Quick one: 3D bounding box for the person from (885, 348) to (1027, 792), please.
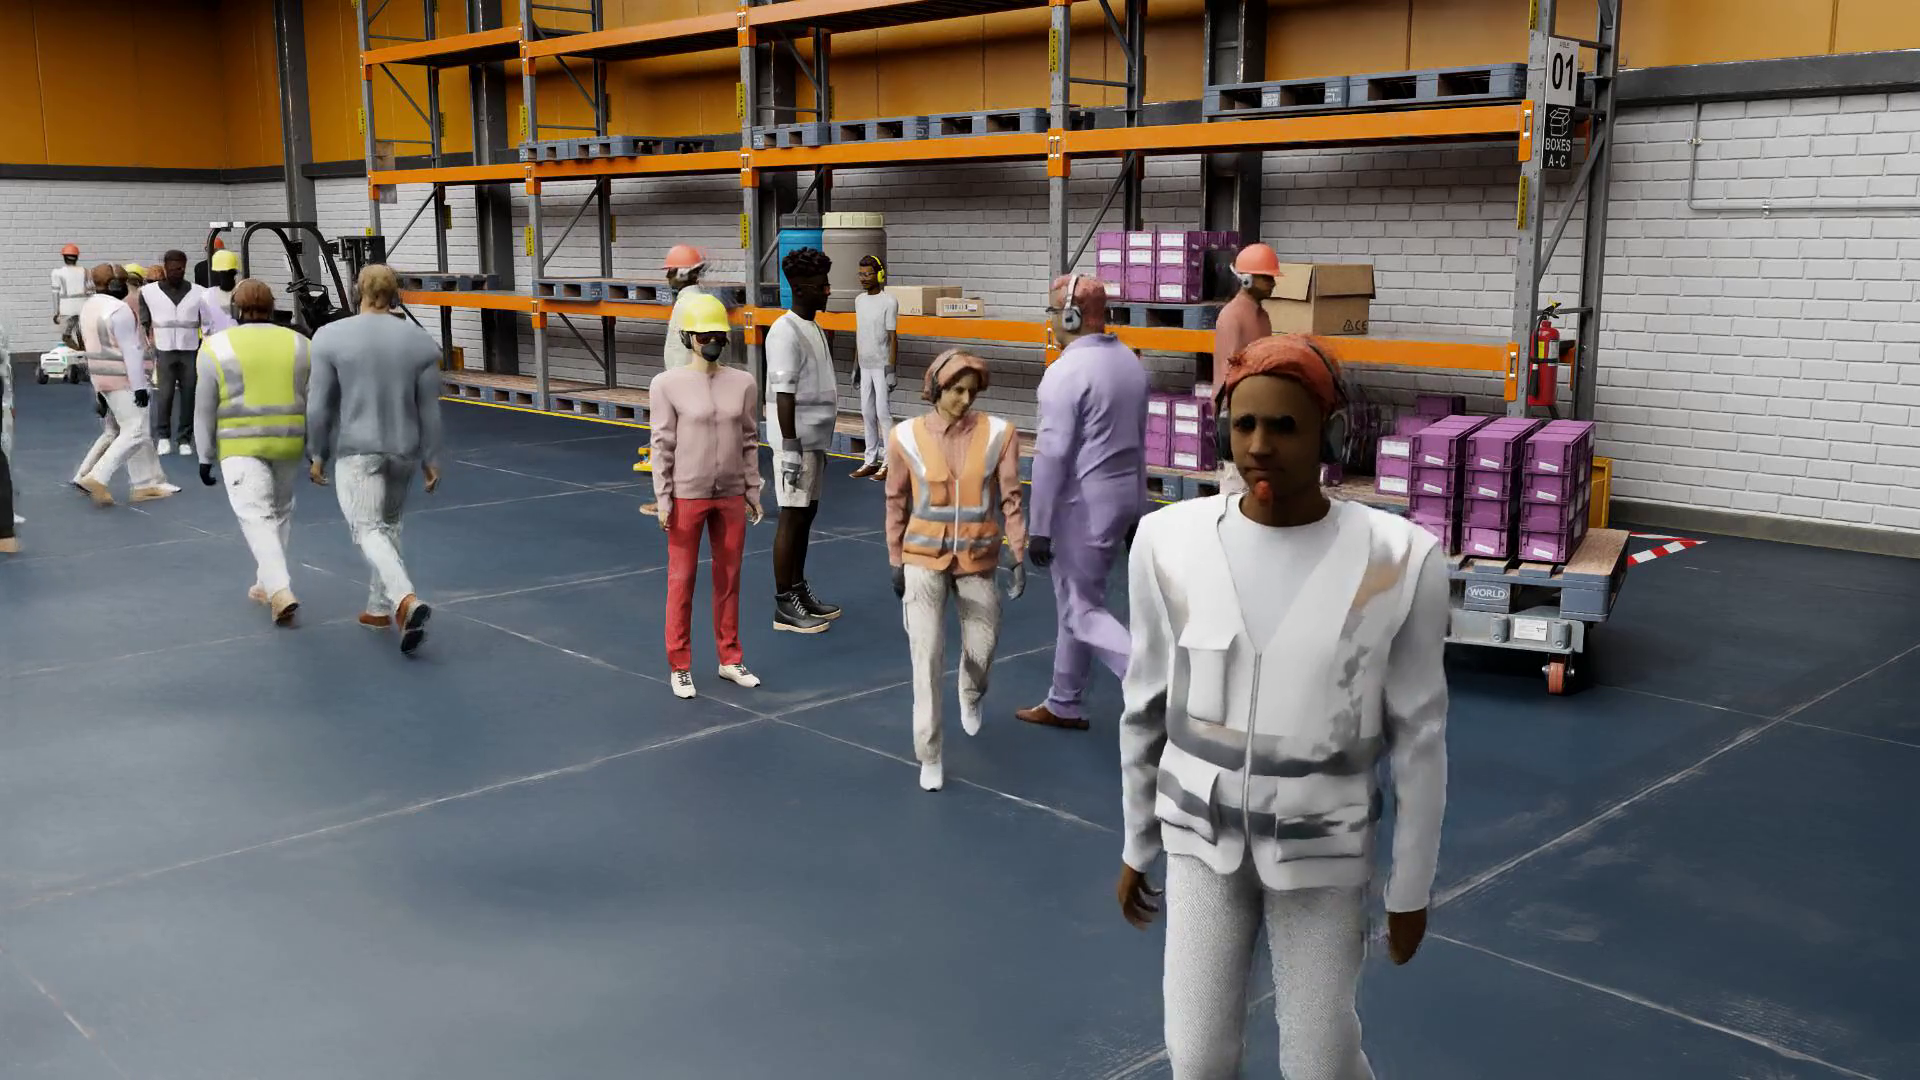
[{"bbox_3d":[-0.029,0.076,6.275,0.525,1.615,0.649,-1,10,-8],"label":"person"}]

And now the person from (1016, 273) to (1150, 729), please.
[{"bbox_3d":[0.568,-0.102,6.564,0.808,1.880,0.652,7,12,33],"label":"person"}]

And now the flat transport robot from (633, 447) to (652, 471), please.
[{"bbox_3d":[-2.322,-0.783,14.643,0.652,0.197,1.431,2,11,9],"label":"flat transport robot"}]

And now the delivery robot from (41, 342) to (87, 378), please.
[{"bbox_3d":[-12.291,-2.469,22.806,0.477,0.478,0.707,-1,11,-5],"label":"delivery robot"}]

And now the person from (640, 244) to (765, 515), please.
[{"bbox_3d":[-1.862,-1.128,11.903,0.873,1.965,0.622,0,10,1],"label":"person"}]

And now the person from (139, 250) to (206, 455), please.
[{"bbox_3d":[-7.196,-1.712,15.301,0.619,1.889,0.477,-6,12,-30],"label":"person"}]

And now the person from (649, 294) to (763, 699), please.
[{"bbox_3d":[-1.110,-0.193,7.349,0.524,1.769,0.308,-7,13,-35],"label":"person"}]

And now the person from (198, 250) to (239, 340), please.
[{"bbox_3d":[-6.638,-1.722,15.340,0.598,1.901,0.775,-1,10,-6],"label":"person"}]

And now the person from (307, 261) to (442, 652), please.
[{"bbox_3d":[-2.827,-0.415,8.204,0.637,1.903,0.913,-9,14,-41],"label":"person"}]

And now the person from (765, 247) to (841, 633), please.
[{"bbox_3d":[-0.806,-0.518,8.569,0.362,1.963,0.614,2,11,9],"label":"person"}]

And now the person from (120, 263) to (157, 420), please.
[{"bbox_3d":[-8.500,-1.978,17.165,0.532,1.744,0.464,-8,13,-38],"label":"person"}]

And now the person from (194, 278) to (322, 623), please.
[{"bbox_3d":[-3.694,-0.480,8.811,0.632,1.808,0.910,-9,14,-40],"label":"person"}]

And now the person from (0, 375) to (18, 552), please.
[{"bbox_3d":[-6.469,-0.916,10.541,0.864,2.000,0.686,2,11,13],"label":"person"}]

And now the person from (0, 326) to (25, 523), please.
[{"bbox_3d":[-6.938,-0.971,11.724,0.595,1.717,0.485,4,11,23],"label":"person"}]

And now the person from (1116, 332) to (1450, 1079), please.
[{"bbox_3d":[0.594,0.548,3.060,0.584,1.867,0.666,5,12,26],"label":"person"}]

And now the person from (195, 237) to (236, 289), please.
[{"bbox_3d":[-11.007,-3.485,24.686,0.623,1.988,0.397,1,10,7],"label":"person"}]

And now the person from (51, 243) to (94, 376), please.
[{"bbox_3d":[-12.657,-3.287,23.803,0.612,1.918,0.554,10,14,43],"label":"person"}]

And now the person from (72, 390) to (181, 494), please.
[{"bbox_3d":[-6.549,-1.124,12.906,0.756,1.586,0.514,-4,11,-21],"label":"person"}]

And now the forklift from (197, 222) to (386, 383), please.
[{"bbox_3d":[-8.169,-2.758,20.163,2.313,2.155,1.214,-10,14,-44],"label":"forklift"}]

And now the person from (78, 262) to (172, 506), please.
[{"bbox_3d":[-6.317,-1.162,12.477,0.657,1.825,0.709,9,14,40],"label":"person"}]

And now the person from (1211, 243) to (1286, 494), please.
[{"bbox_3d":[1.682,-0.758,9.868,0.460,1.979,0.616,7,13,34],"label":"person"}]

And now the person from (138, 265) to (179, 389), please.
[{"bbox_3d":[-10.544,-2.804,21.943,0.499,1.633,0.286,-6,12,-28],"label":"person"}]

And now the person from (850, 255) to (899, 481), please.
[{"bbox_3d":[-0.718,-1.421,13.801,0.333,1.860,0.509,-10,14,-43],"label":"person"}]
